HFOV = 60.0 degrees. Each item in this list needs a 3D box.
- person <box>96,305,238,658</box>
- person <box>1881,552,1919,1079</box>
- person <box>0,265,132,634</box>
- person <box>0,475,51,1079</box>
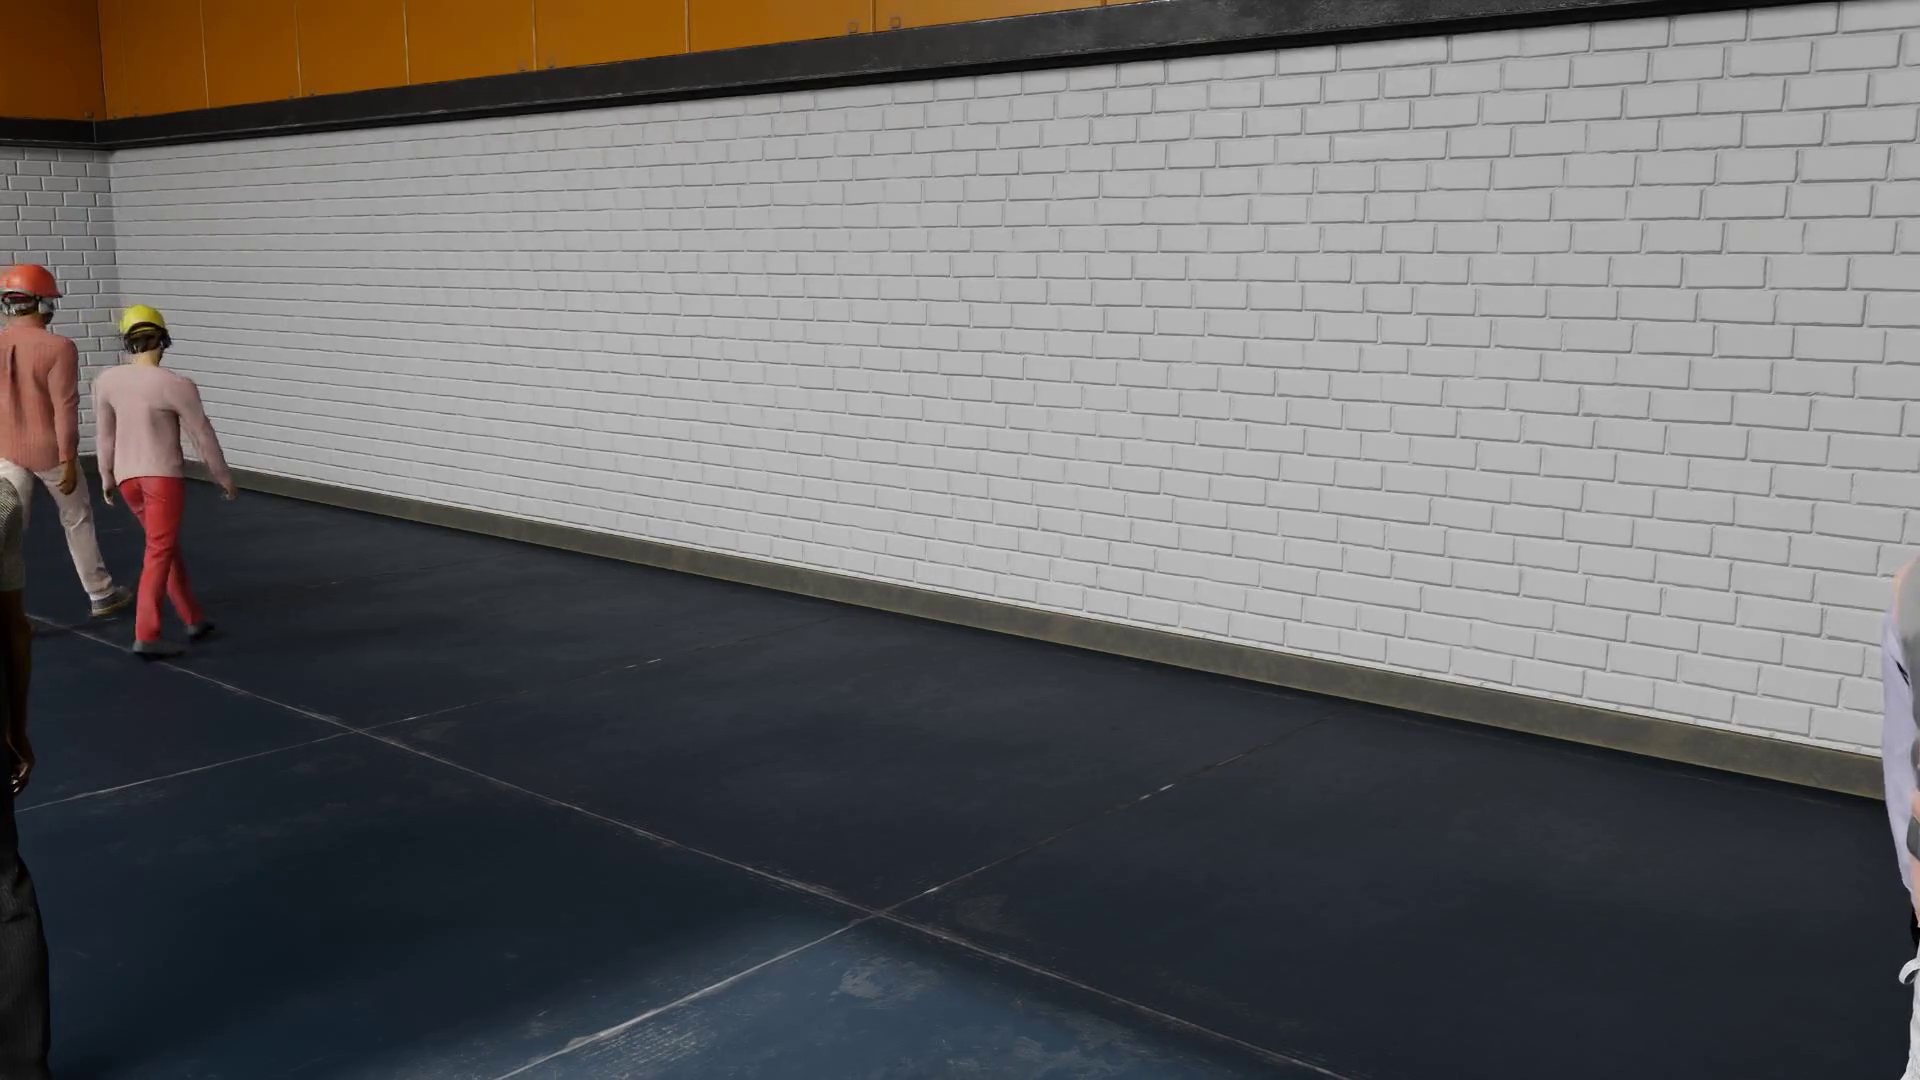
[{"bbox_3d":[-4.008,-0.294,8.306,0.578,1.729,0.711,3,10,15],"label":"person"},{"bbox_3d":[1.773,0.644,2.679,0.430,1.845,0.619,-2,10,-12],"label":"person"},{"bbox_3d":[-4.891,-0.477,8.808,0.628,1.939,1.047,2,10,9],"label":"person"},{"bbox_3d":[-2.300,0.467,3.680,0.345,1.846,0.508,5,11,26],"label":"person"}]
